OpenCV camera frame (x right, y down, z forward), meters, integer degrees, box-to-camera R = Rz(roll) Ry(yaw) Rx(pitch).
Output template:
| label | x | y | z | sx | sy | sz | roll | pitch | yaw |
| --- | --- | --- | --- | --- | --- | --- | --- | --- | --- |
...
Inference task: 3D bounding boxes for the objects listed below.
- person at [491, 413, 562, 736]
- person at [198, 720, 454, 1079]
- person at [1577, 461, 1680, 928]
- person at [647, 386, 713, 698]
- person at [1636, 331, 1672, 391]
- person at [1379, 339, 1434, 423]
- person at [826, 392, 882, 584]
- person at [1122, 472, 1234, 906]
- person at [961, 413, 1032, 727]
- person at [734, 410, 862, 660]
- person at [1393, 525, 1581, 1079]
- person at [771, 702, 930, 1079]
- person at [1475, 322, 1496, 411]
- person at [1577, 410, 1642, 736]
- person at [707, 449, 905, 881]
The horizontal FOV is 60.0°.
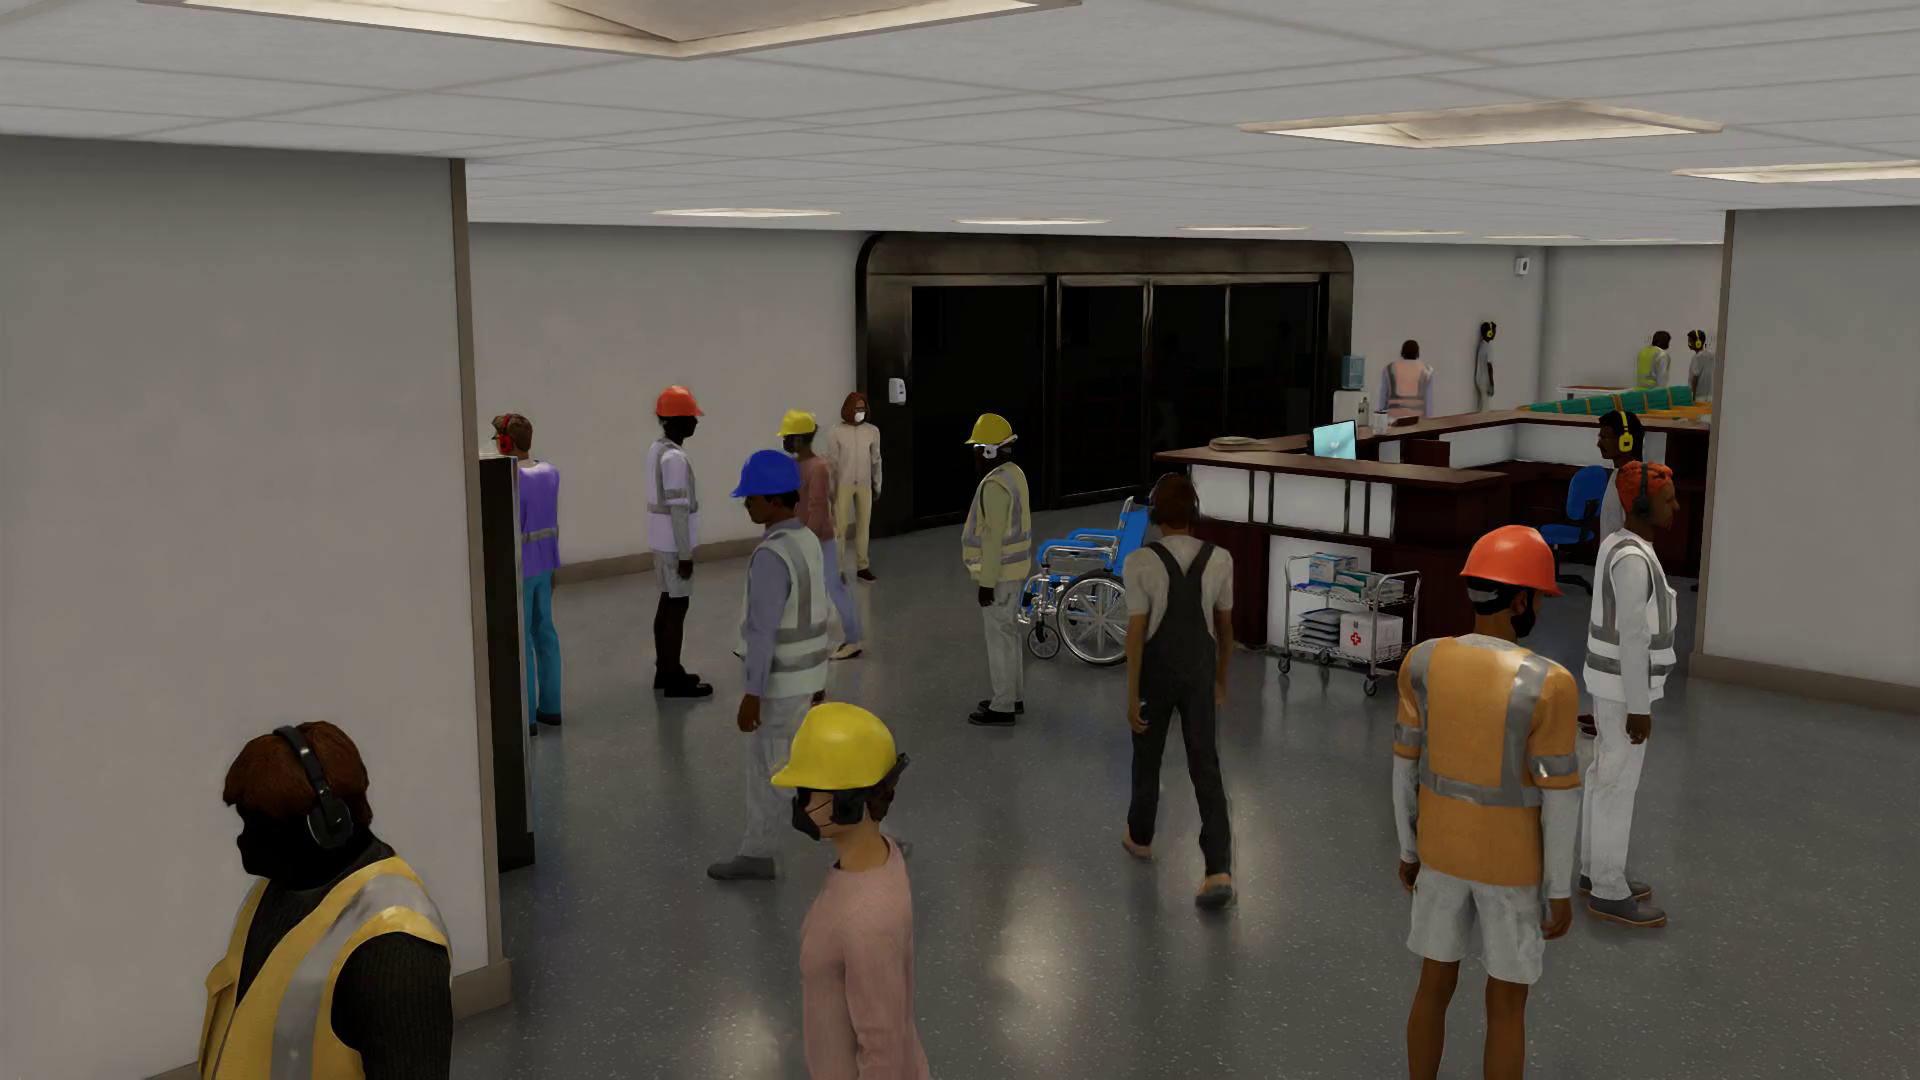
| label | x | y | z | sx | sy | sz | roll | pitch | yaw |
| --- | --- | --- | --- | --- | --- | --- | --- | --- | --- |
| person | -2.479 | 0.199 | 9.492 | 0.377 | 1.842 | 0.570 | 4 | 10 | 23 |
| person | -1.192 | 1.237 | 3.156 | 0.429 | 1.839 | 0.623 | -8 | 12 | -41 |
| person | 2.741 | 0.616 | 6.811 | 0.355 | 1.883 | 0.573 | 2 | 10 | 14 |
| person | -1.750 | 0.014 | 10.372 | 0.376 | 1.933 | 0.568 | -4 | 10 | -22 |
| person | 9.835 | -2.098 | 23.783 | 0.922 | 1.794 | 0.638 | -3 | 10 | -17 |
| person | 5.362 | -1.504 | 20.022 | 0.631 | 1.820 | 0.763 | 3 | 10 | 19 |
| person | -0.896 | -0.444 | 14.120 | 0.504 | 1.627 | 0.286 | -5 | 10 | -26 |
| person | 0.954 | 0.616 | 7.094 | 0.530 | 1.800 | 1.020 | -2 | 9 | -10 |
| person | 0.213 | 0.173 | 9.725 | 0.404 | 1.825 | 0.599 | 2 | 9 | 11 |
| person | -1.046 | -0.005 | 11.150 | 0.917 | 1.722 | 0.541 | -6 | 11 | -35 |
| person | 1.535 | 0.914 | 4.843 | 0.381 | 1.927 | 0.550 | -9 | 13 | -44 |
| person | -0.224 | 1.209 | 3.536 | 0.329 | 1.767 | 0.528 | -1 | 9 | -4 |
| person | 7.935 | -2.378 | 25.255 | 0.319 | 1.861 | 0.528 | -2 | 10 | -15 |
| person | 3.750 | 0.193 | 9.483 | 0.326 | 1.862 | 0.507 | 2 | 10 | 14 |
| person | -0.666 | 0.570 | 6.996 | 0.831 | 1.922 | 0.609 | 1 | 9 | 5 |
